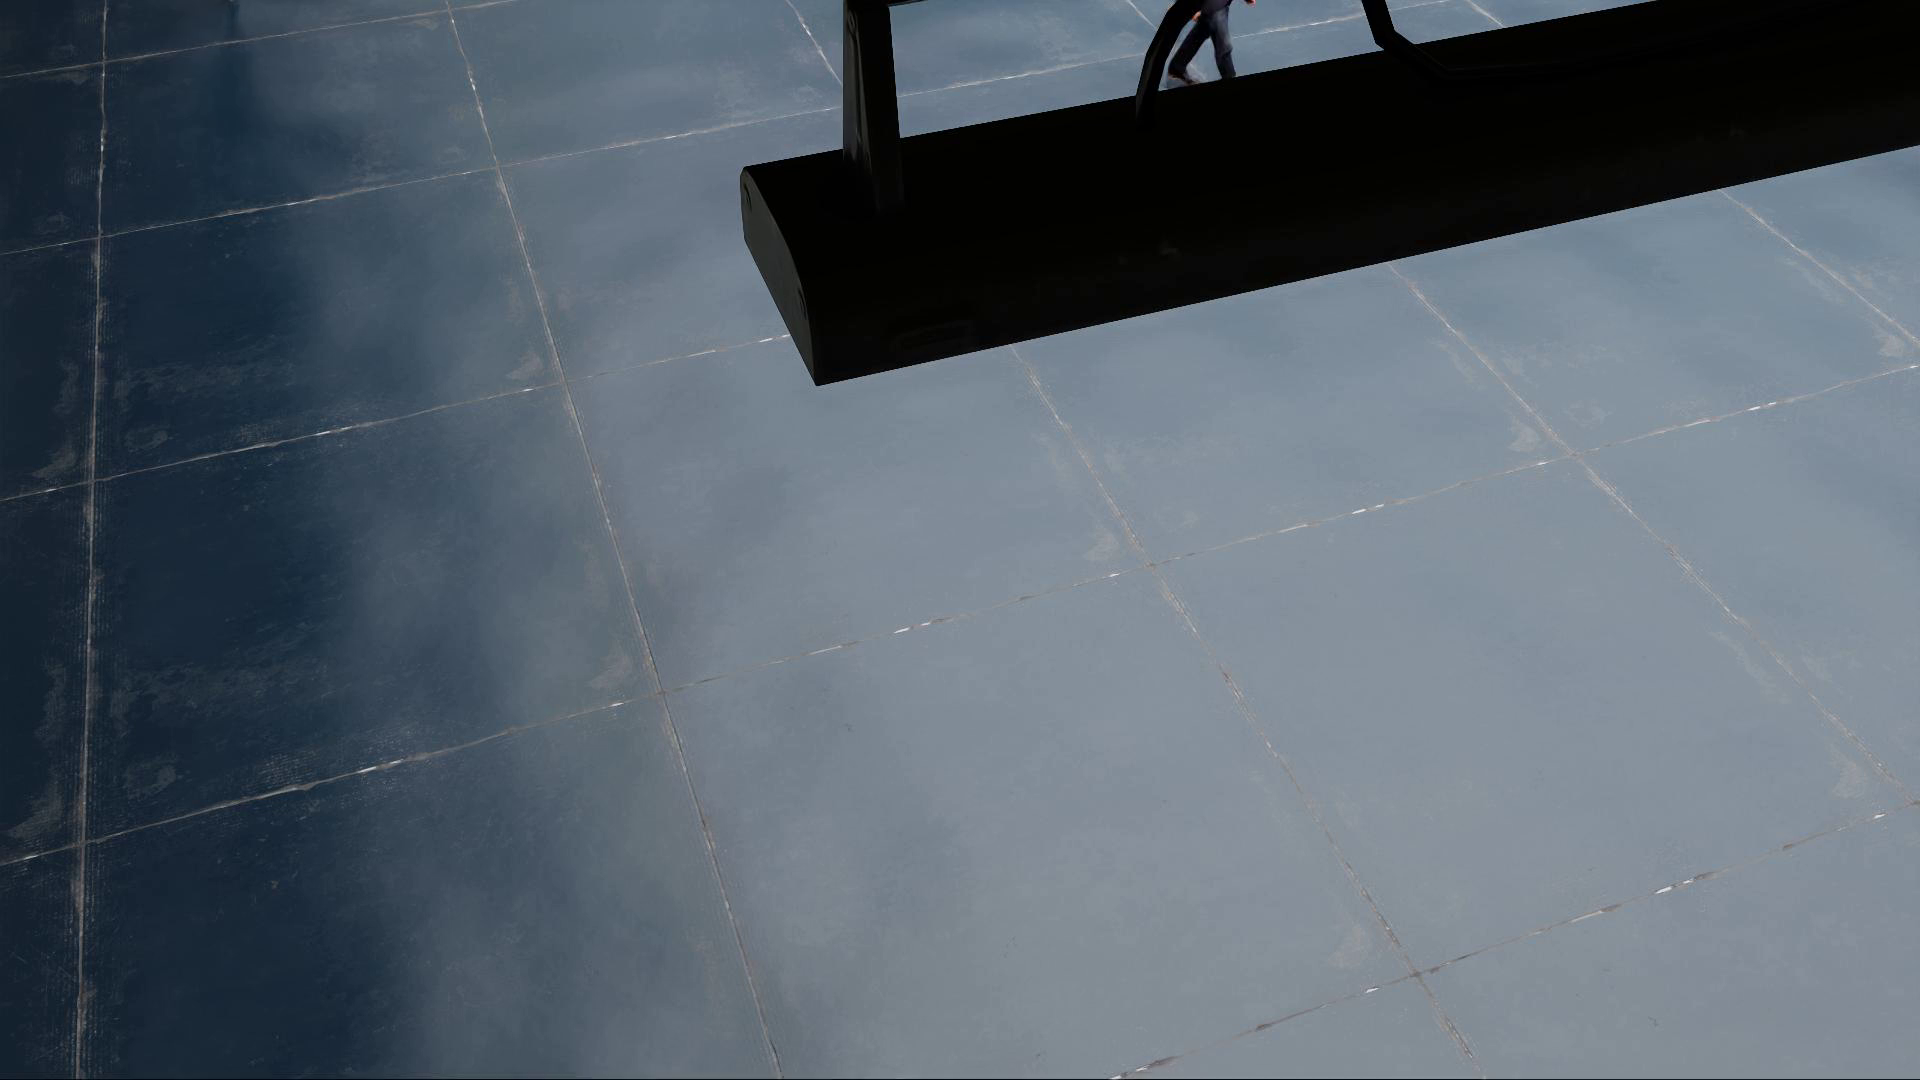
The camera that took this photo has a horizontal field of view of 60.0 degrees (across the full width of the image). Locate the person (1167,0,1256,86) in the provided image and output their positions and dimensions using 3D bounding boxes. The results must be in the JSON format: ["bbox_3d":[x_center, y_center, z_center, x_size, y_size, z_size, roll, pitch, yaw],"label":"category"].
[{"bbox_3d":[2.041,-4.502,13.677,1.274,1.769,1.109,27,49,26],"label":"person"}]
